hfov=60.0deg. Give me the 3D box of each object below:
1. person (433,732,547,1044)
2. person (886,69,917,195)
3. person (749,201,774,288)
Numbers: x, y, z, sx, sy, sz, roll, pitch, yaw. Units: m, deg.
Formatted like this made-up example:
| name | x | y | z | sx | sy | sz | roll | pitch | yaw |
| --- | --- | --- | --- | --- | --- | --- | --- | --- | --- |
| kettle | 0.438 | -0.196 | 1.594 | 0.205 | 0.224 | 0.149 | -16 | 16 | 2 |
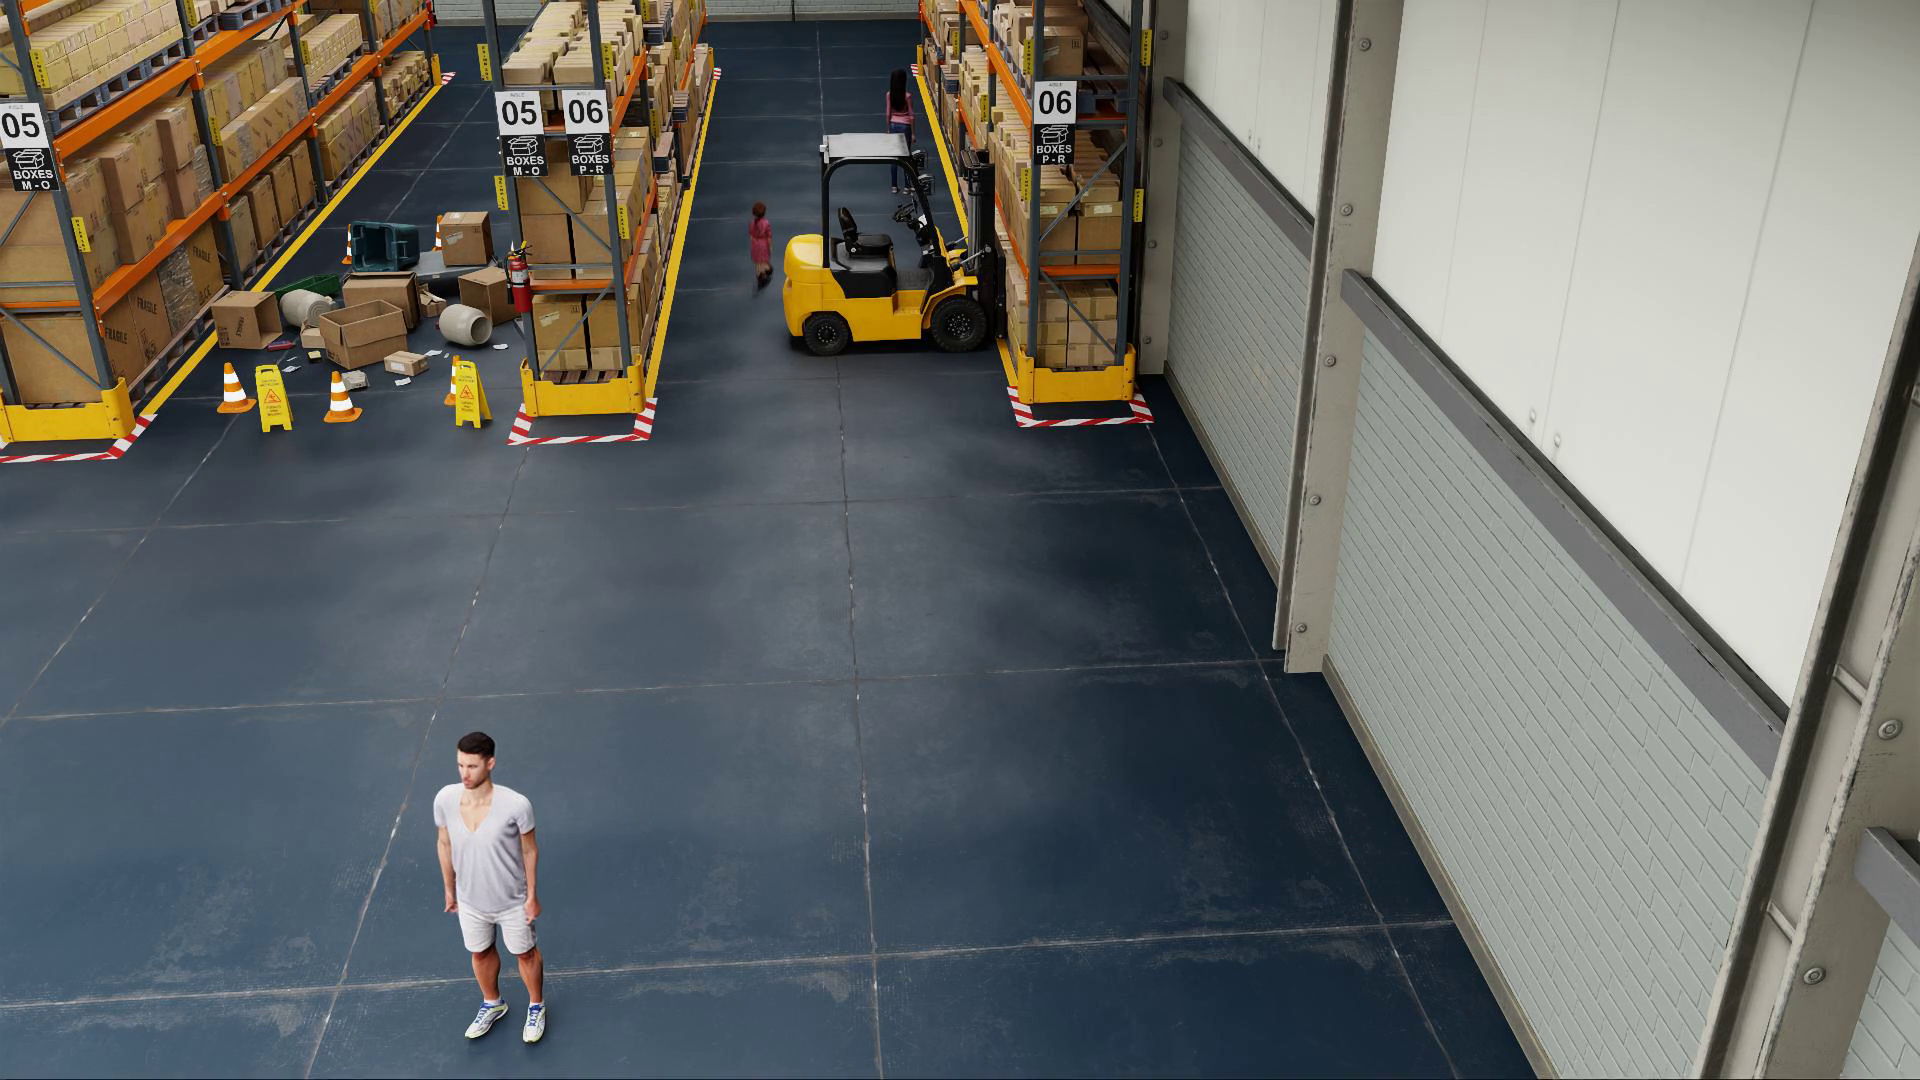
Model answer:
| name | x | y | z | sx | sy | sz | roll | pitch | yaw |
| --- | --- | --- | --- | --- | --- | --- | --- | --- | --- |
| person | -2.428 | 1.799 | 8.668 | 0.720 | 1.856 | 0.638 | 3 | 27 | 5 |
| person | -0.850 | -5.786 | 23.523 | 0.646 | 1.742 | 0.642 | 10 | 29 | 18 |
| person | -2.404 | -3.537 | 19.962 | 0.527 | 1.002 | 0.743 | 3 | 27 | 6 |
